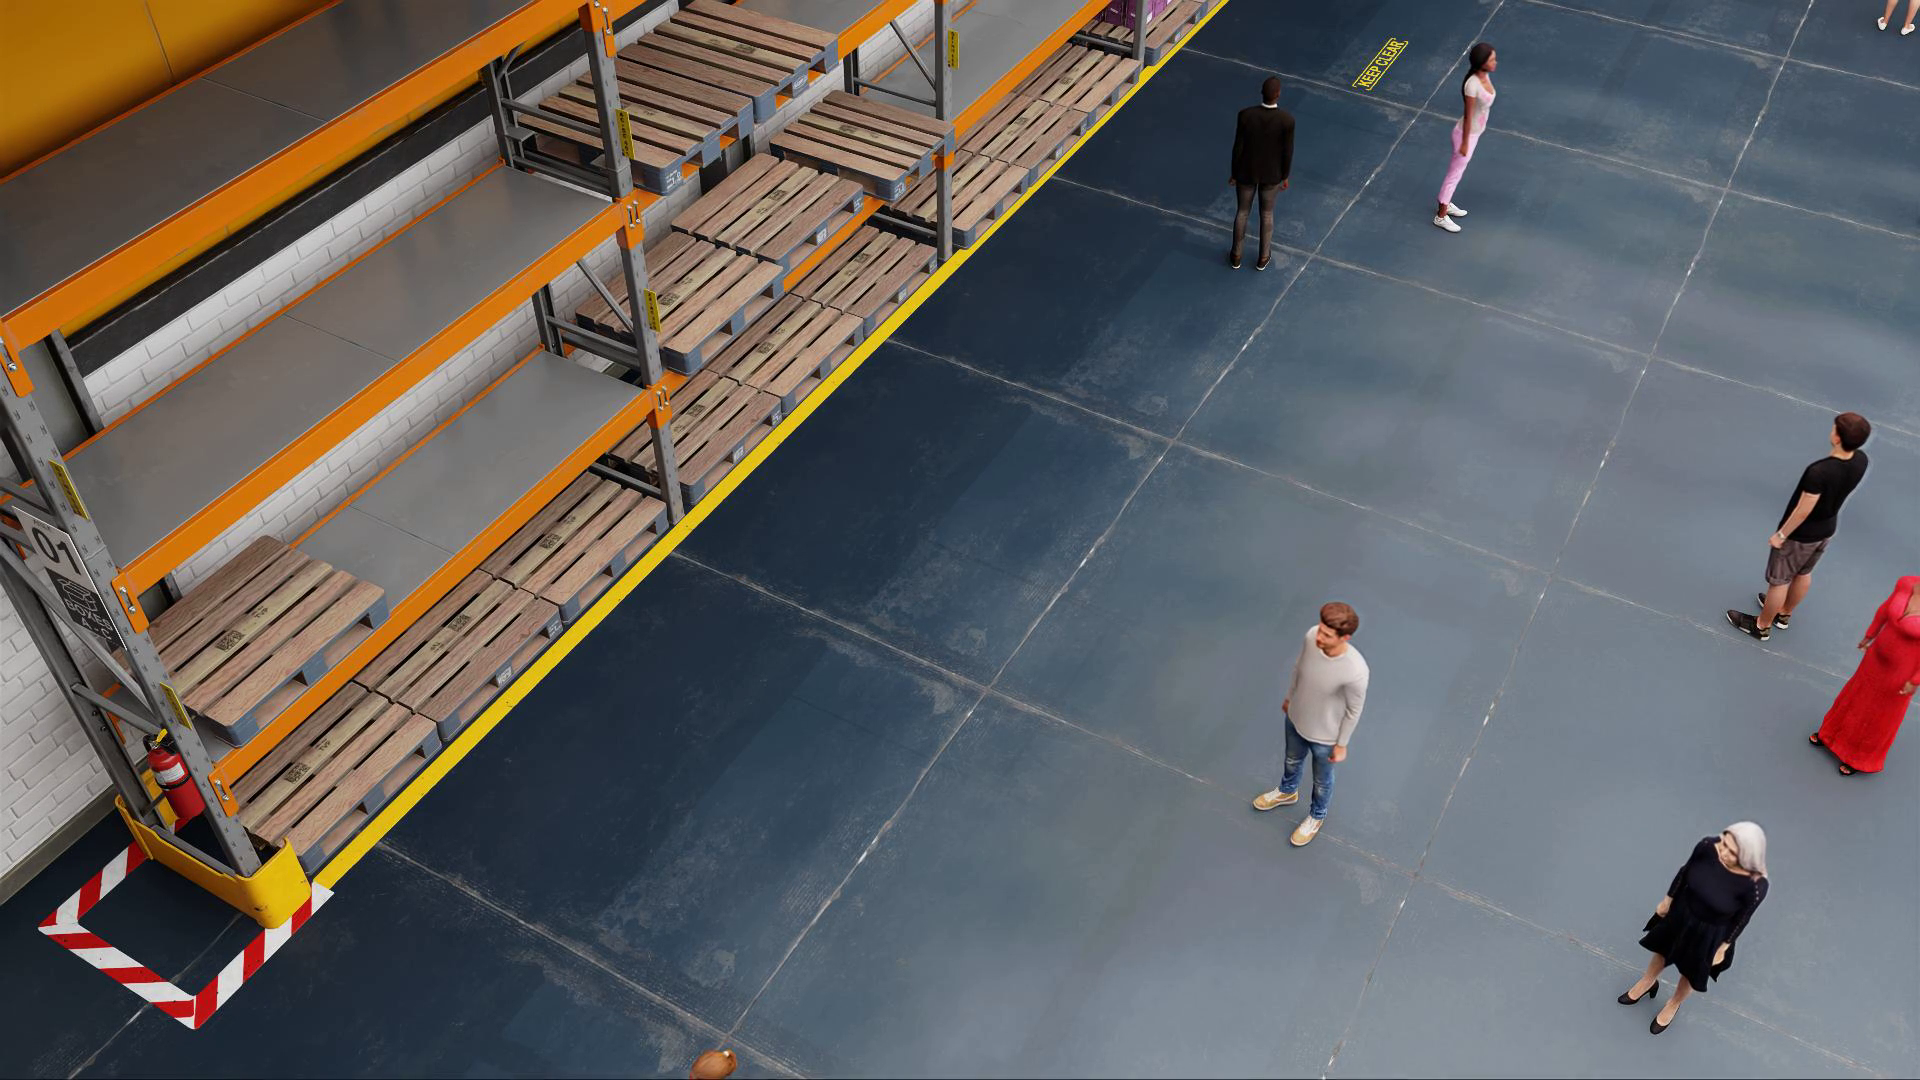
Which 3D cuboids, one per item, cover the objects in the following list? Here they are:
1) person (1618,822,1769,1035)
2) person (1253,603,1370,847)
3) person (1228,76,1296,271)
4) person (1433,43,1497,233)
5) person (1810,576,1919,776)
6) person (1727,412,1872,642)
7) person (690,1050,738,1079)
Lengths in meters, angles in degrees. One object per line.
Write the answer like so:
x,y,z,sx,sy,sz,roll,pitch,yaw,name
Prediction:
3.932,2.066,8.873,0.713,1.746,0.696,-23,48,-23,person
2.116,1.061,9.815,0.728,1.902,0.751,-25,49,-24,person
2.576,-3.149,14.309,0.727,1.800,0.664,8,44,8,person
4.516,-3.611,14.836,0.642,1.741,0.470,18,46,18,person
5.745,0.761,10.216,0.783,1.784,0.733,-14,45,-14,person
5.629,-0.082,11.045,0.704,1.860,0.828,-21,47,-20,person
-1.183,2.923,8.290,0.485,1.311,0.504,25,49,24,person
